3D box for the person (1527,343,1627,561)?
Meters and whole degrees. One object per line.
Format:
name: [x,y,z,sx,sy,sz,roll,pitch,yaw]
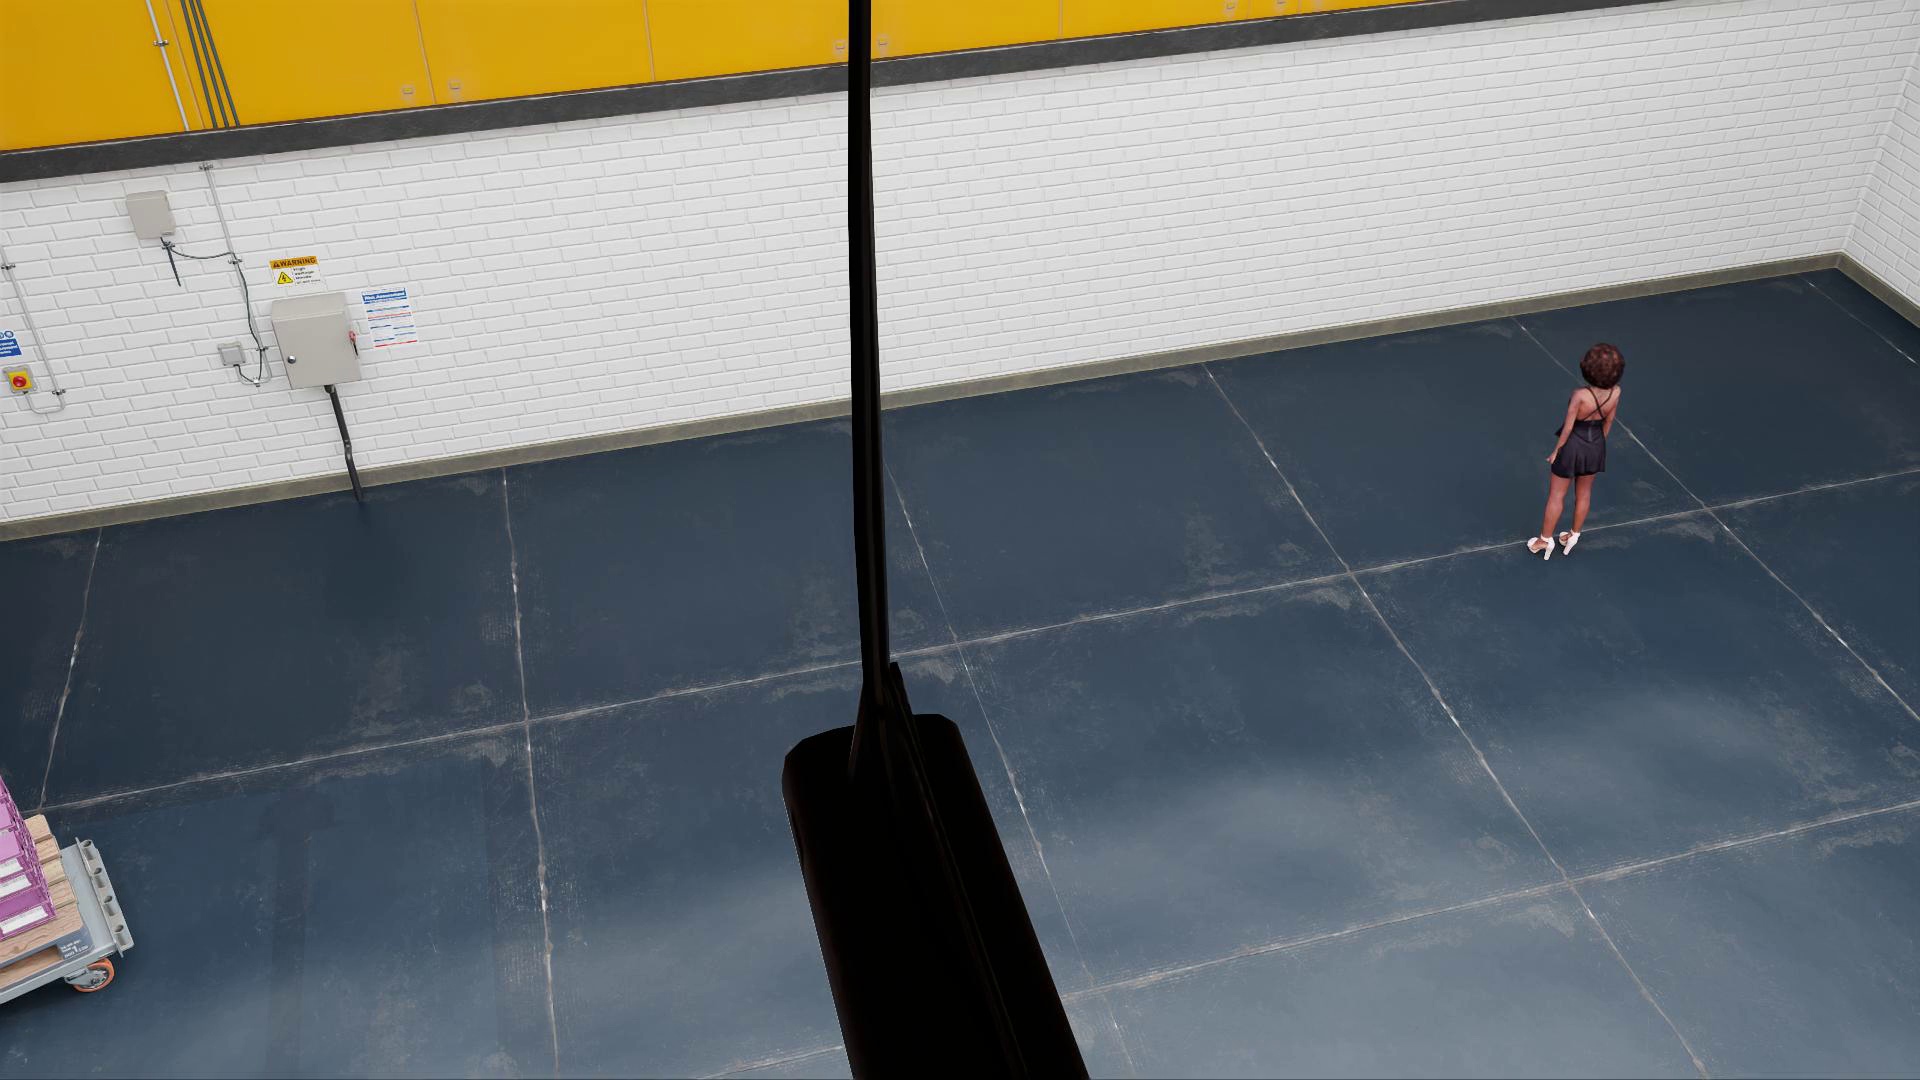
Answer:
person: [4.424,-0.621,11.882,0.560,1.788,0.527,-9,39,-10]
